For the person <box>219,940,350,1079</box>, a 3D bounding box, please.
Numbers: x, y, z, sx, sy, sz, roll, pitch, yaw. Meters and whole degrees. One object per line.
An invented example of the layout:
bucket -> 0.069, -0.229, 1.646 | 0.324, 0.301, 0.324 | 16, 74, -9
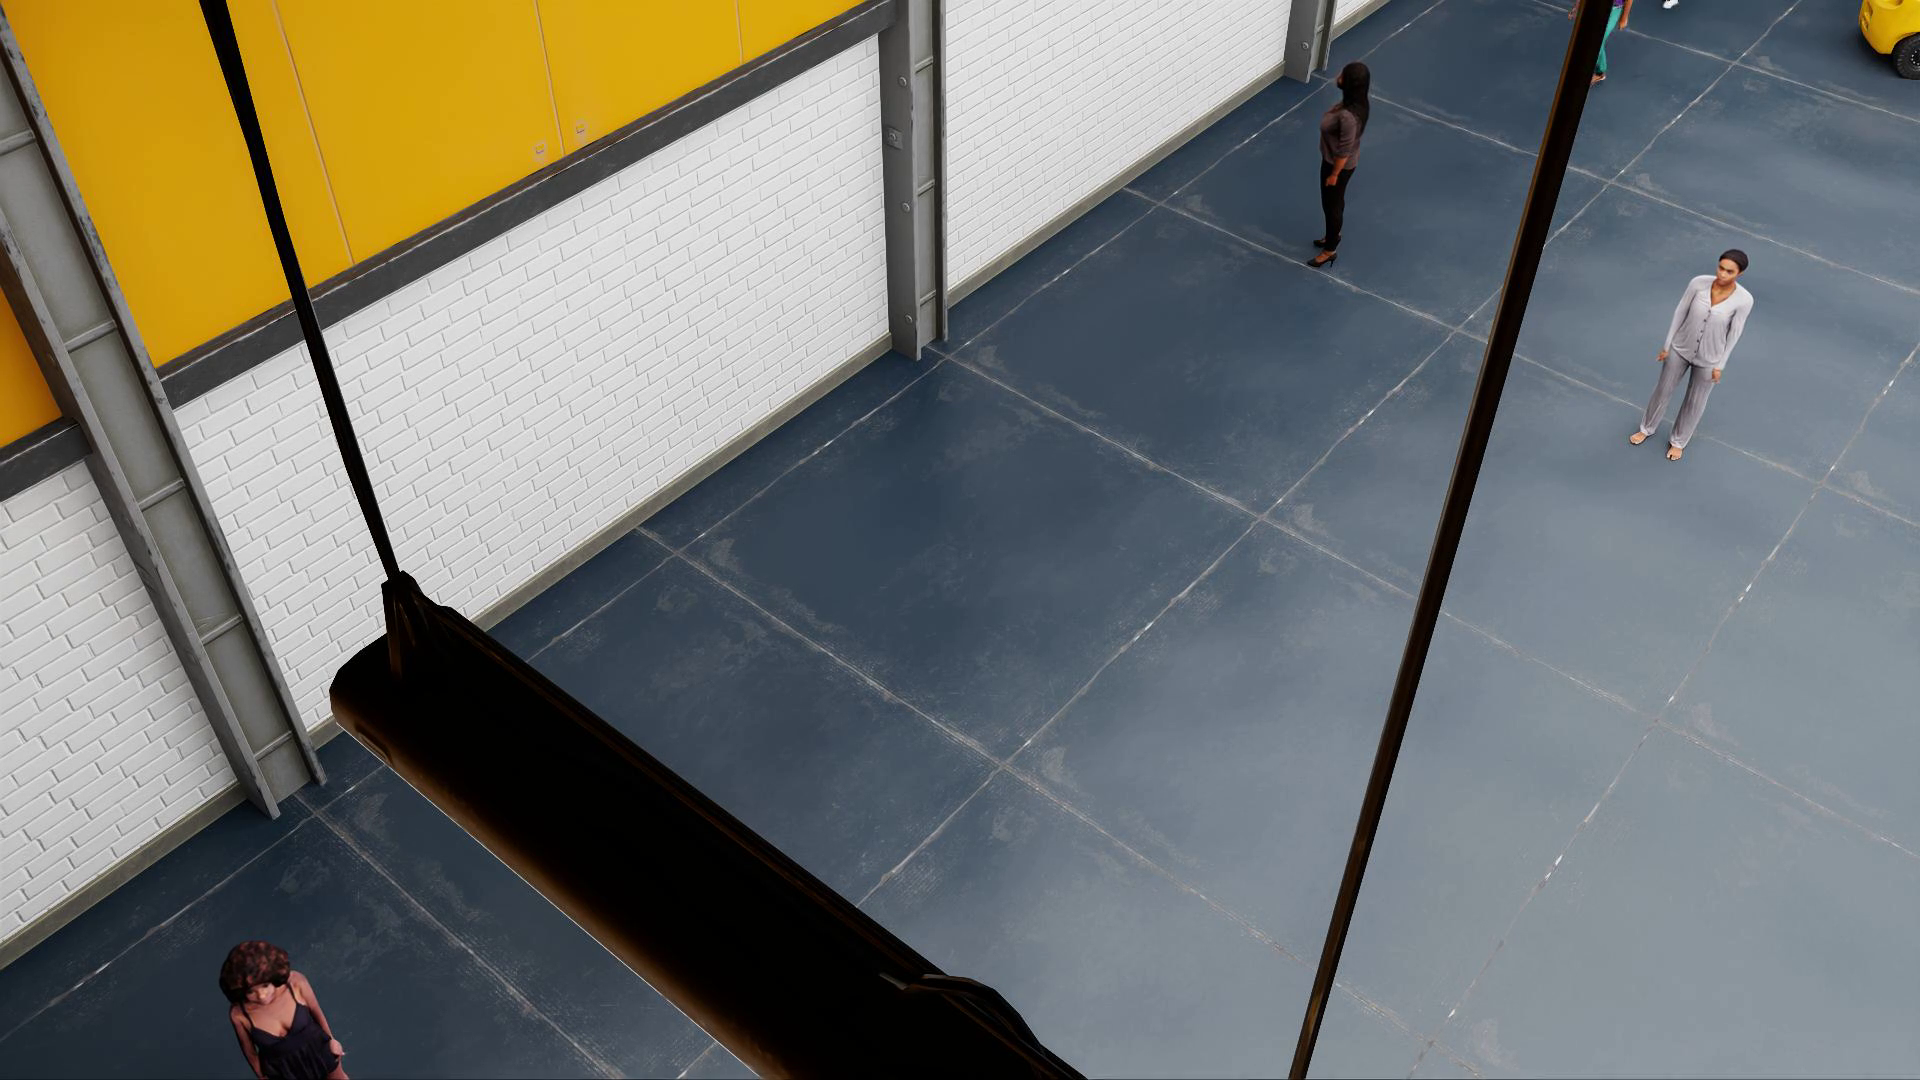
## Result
person -> -3.211, 2.501, 8.053 | 0.522, 1.790, 0.646 | -30, 51, -28

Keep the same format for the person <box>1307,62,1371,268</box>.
person -> 3.195, -3.150, 13.946 | 0.788, 1.842, 0.662 | 13, 45, 13

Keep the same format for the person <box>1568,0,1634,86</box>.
person -> 6.275, -5.132, 16.120 | 1.236, 1.714, 0.841 | -26, 49, -25

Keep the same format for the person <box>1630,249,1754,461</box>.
person -> 5.397, -1.387, 12.172 | 0.632, 1.737, 0.553 | 27, 50, 25
